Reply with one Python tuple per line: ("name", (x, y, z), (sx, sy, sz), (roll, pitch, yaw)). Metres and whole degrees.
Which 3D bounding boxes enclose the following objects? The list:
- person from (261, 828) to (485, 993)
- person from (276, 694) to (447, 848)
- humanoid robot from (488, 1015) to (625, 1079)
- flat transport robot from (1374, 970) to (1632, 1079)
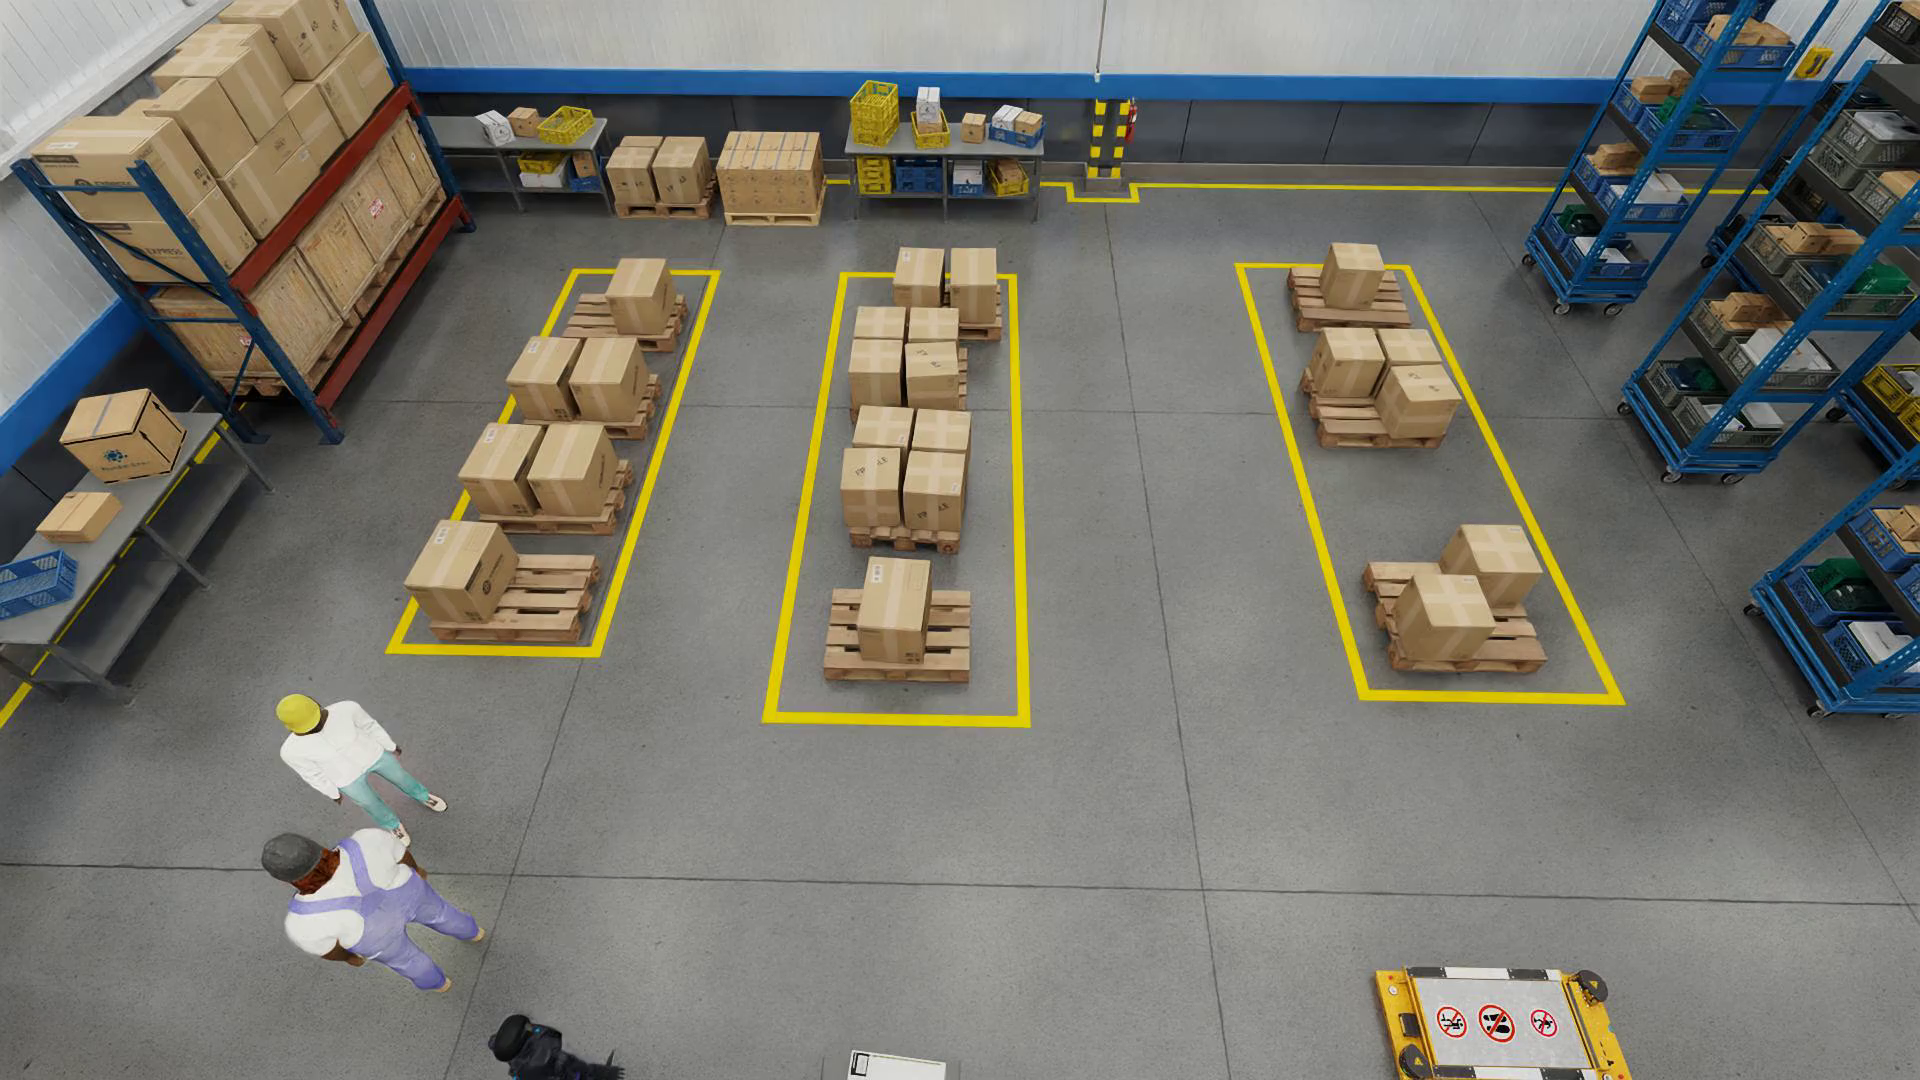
("person", (-3.550, 2.215, 5.538), (0.536, 2.000, 0.680), (19, 53, 15))
("person", (-4.099, 1.546, 6.259), (0.307, 1.768, 0.524), (27, 56, 20))
("humanoid robot", (-2.226, 2.977, 5.147), (0.570, 1.651, 0.325), (10, 52, 8))
("flat transport robot", (3.501, 3.133, 5.914), (1.431, 0.197, 0.652), (1, 51, 1))
